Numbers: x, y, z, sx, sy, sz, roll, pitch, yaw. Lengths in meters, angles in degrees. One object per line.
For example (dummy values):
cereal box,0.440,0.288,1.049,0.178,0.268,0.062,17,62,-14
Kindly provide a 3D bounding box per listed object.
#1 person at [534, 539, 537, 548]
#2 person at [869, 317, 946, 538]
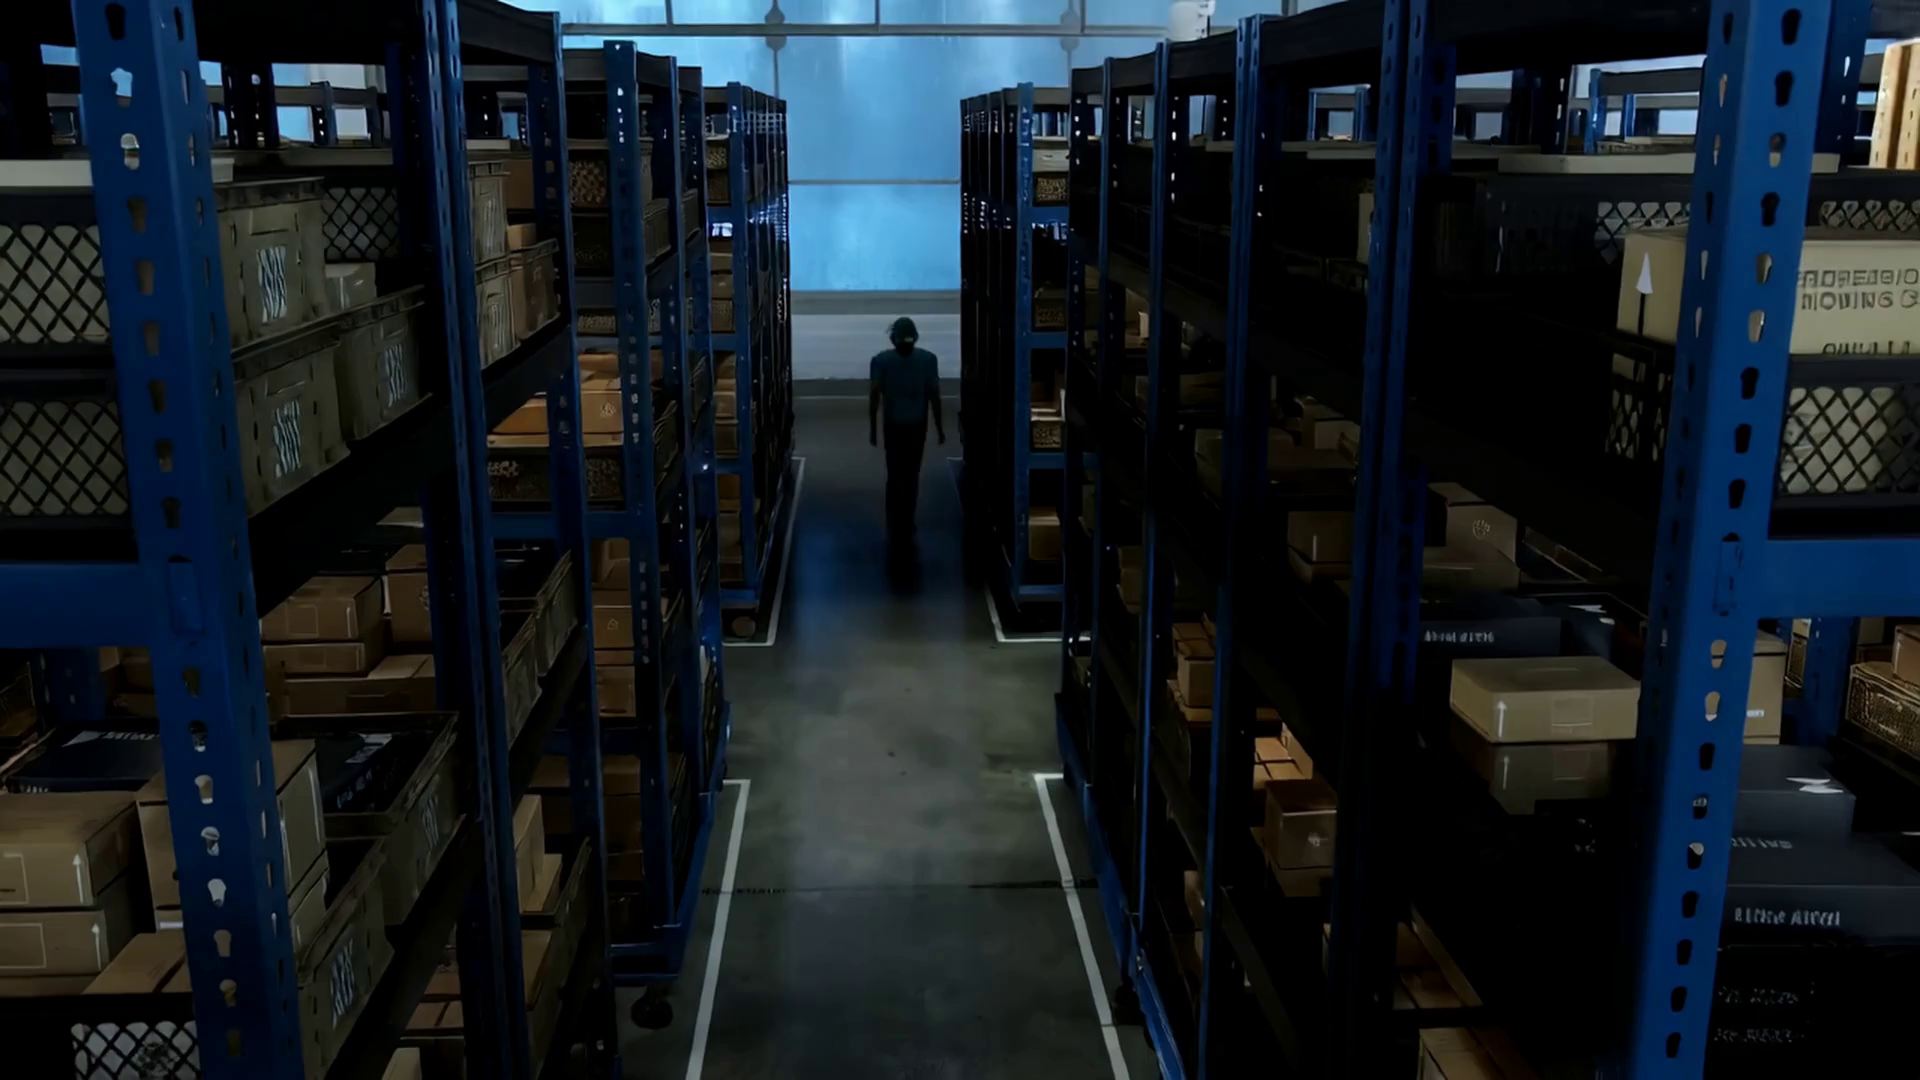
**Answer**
person,-2.385,-0.072,10.295,0.596,1.809,0.615,-1,14,-3
person,-0.424,-0.928,13.735,0.591,1.819,0.653,-4,14,-16
